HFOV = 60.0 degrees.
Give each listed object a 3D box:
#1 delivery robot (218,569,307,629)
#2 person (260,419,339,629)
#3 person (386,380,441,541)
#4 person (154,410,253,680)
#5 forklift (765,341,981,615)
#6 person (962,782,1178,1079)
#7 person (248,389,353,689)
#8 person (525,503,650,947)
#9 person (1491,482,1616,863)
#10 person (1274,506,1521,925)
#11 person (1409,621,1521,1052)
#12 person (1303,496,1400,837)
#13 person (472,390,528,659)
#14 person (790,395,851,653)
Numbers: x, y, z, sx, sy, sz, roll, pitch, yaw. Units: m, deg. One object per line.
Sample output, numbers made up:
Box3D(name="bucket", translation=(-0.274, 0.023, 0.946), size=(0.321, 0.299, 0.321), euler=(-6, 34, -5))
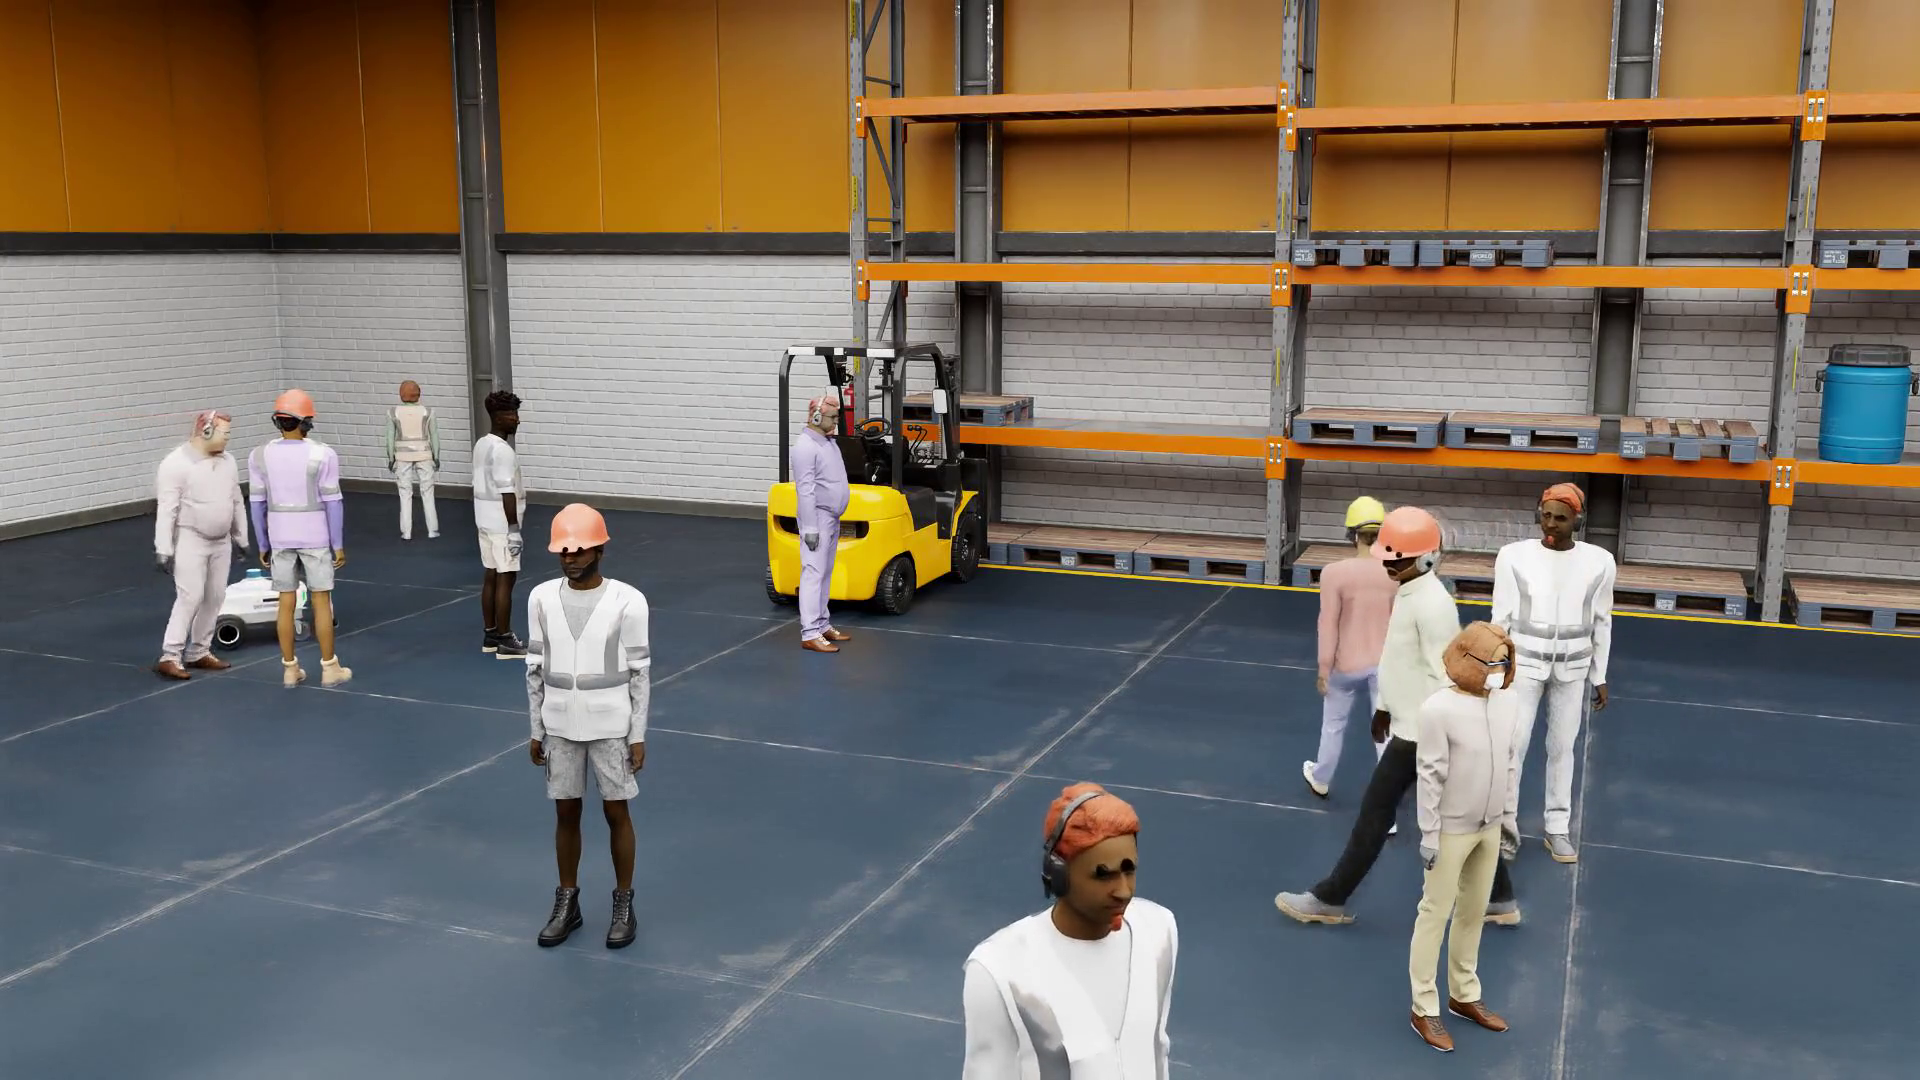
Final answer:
Box3D(name="delivery robot", translation=(-5.344, 0.462, 12.624), size=(0.707, 0.478, 0.477), euler=(-6, 12, -29))
Box3D(name="person", translation=(-5.123, -0.175, 12.886), size=(0.597, 1.827, 0.403), euler=(-3, 11, -14))
Box3D(name="person", translation=(-5.560, -0.807, 16.941), size=(0.523, 1.636, 0.310), euler=(-3, 11, -17))
Box3D(name="person", translation=(-5.328, 0.016, 11.716), size=(0.443, 1.868, 0.691), euler=(4, 11, 21))
Box3D(name="forklift", translation=(-0.739, -0.602, 14.246), size=(1.214, 2.155, 2.313), euler=(4, 11, 21))
Box3D(name="person", translation=(0.257, 1.446, 3.696), size=(0.584, 1.883, 0.337), euler=(-7, 12, -35))
Box3D(name="person", translation=(-4.488, -0.003, 11.328), size=(0.609, 2.044, 0.396), euler=(0, 10, 0))
Box3D(name="person", translation=(-1.602, 0.799, 7.156), size=(0.542, 1.938, 0.357), euler=(1, 10, 5))
Box3D(name="person", translation=(2.882, 0.649, 8.146), size=(0.576, 1.883, 0.362), euler=(2, 10, 9))
Box3D(name="person", translation=(1.994, 0.791, 7.271), size=(1.076, 1.922, 0.640), euler=(2, 10, 13))
Box3D(name="person", translation=(1.928, 1.102, 6.317), size=(0.497, 1.633, 0.287), euler=(-6, 12, -30))
Box3D(name="person", translation=(2.108, 0.627, 8.729), size=(0.555, 1.714, 0.930), euler=(-1, 10, -7))
Box3D(name="person", translation=(-3.353, -0.116, 12.177), size=(0.365, 1.962, 0.610), euler=(-7, 12, -33))
Box3D(name="person", translation=(-1.023, -0.129, 12.427), size=(0.410, 1.905, 0.640), euler=(2, 10, 11))
